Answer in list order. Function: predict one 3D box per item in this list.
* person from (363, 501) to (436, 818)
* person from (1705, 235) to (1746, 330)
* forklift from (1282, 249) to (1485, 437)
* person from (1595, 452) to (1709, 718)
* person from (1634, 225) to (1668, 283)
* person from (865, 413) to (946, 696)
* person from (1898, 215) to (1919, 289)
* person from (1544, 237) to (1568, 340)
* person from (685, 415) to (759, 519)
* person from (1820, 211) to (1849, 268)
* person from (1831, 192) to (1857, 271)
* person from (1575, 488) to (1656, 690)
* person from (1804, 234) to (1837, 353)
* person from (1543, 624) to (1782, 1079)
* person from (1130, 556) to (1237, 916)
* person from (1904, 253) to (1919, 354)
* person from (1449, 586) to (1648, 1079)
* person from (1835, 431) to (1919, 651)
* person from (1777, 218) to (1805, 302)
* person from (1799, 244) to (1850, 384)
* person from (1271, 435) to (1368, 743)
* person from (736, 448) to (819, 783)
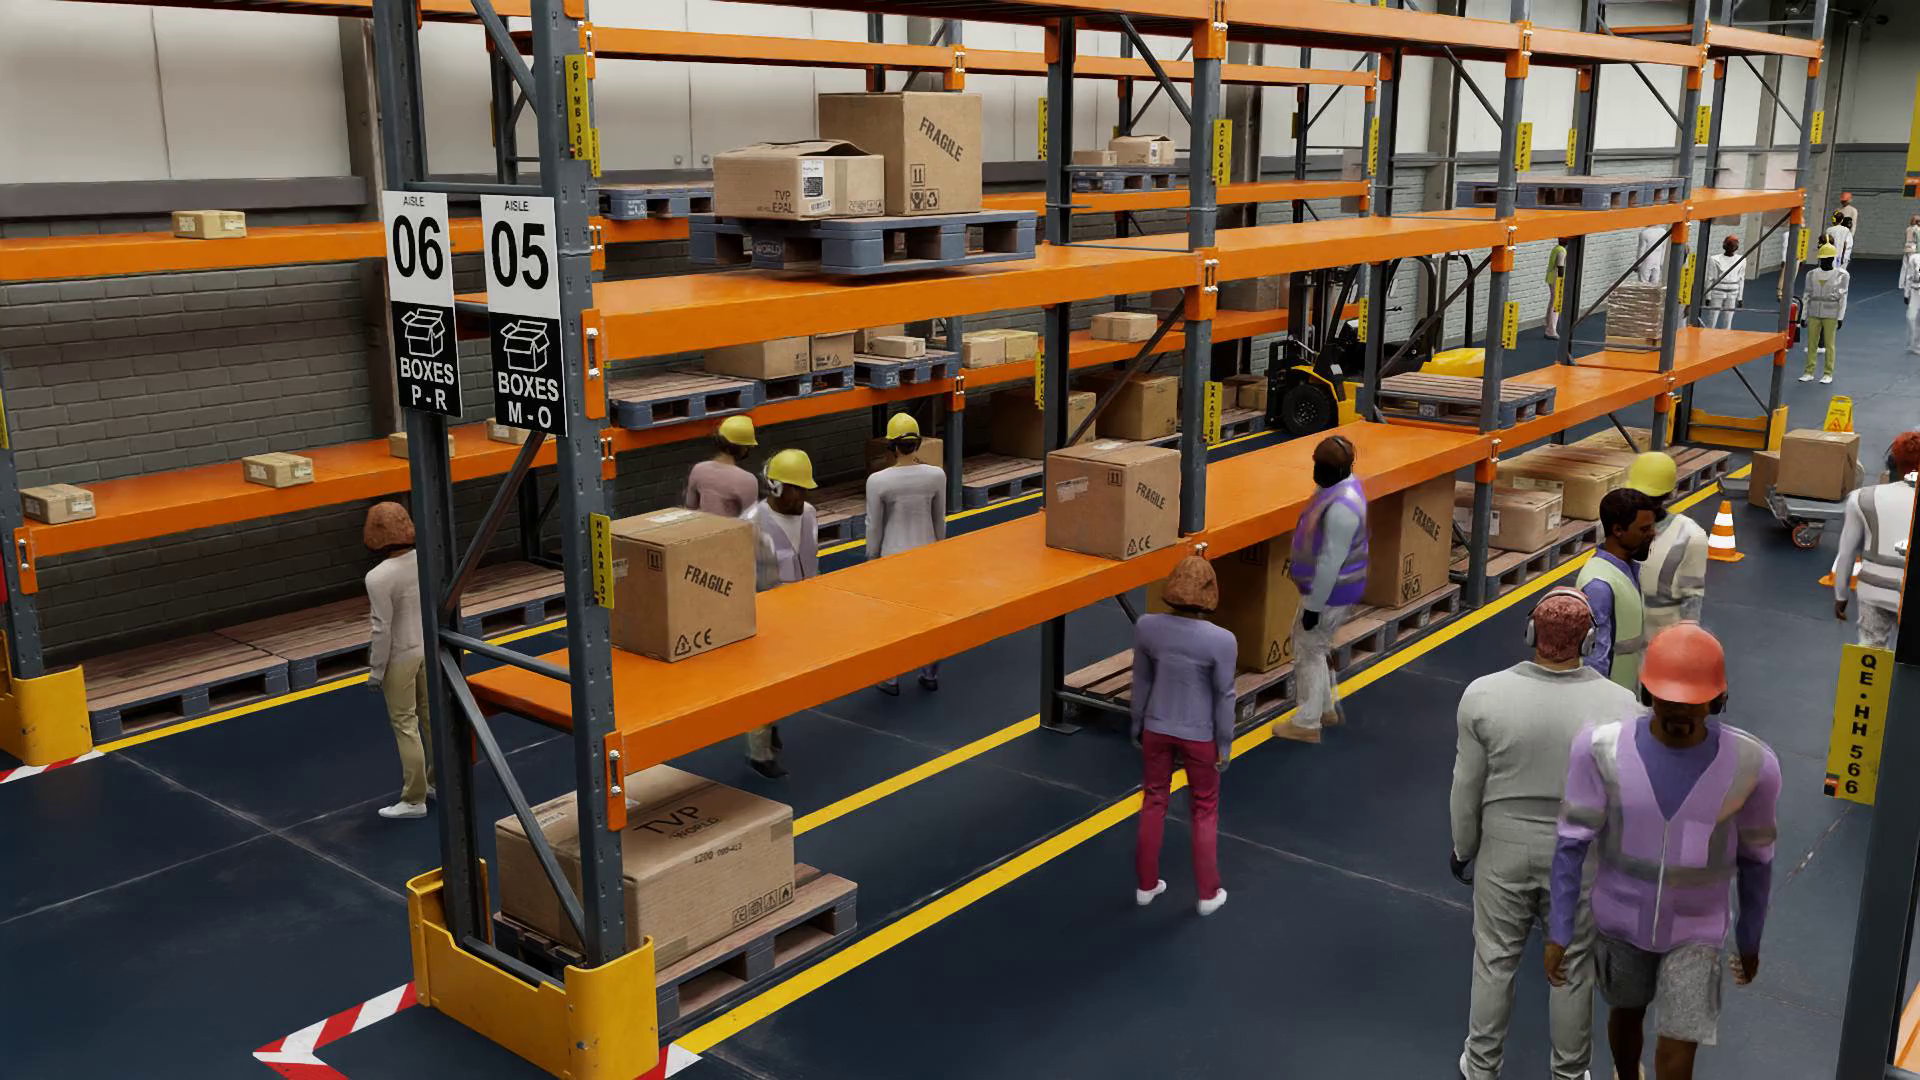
[{"bbox_3d":[-2.826,0.606,8.441,0.278,1.634,0.499,4,14,16],"label":"person"},{"bbox_3d":[11.793,-3.751,25.667,0.573,1.883,0.356,0,14,2],"label":"person"},{"bbox_3d":[4.886,-2.214,18.767,2.313,2.155,1.214,11,18,38],"label":"forklift"},{"bbox_3d":[3.447,0.477,8.426,0.544,1.899,0.590,-9,17,-33],"label":"person"},{"bbox_3d":[13.293,-5.350,32.119,0.641,1.913,0.407,-5,15,-21],"label":"person"},{"bbox_3d":[-0.337,0.088,10.299,0.518,1.757,0.340,-4,14,-17],"label":"person"},{"bbox_3d":[21.031,-6.349,36.747,0.316,1.638,0.517,-1,14,-4],"label":"person"},{"bbox_3d":[10.014,-4.280,27.900,0.373,1.843,0.572,2,14,9],"label":"person"},{"bbox_3d":[-1.475,0.085,10.366,0.538,1.723,0.756,11,18,38],"label":"person"},{"bbox_3d":[17.687,-5.719,33.699,0.514,1.876,0.328,-3,14,-11],"label":"person"},{"bbox_3d":[21.554,-7.488,40.654,0.400,1.990,0.623,-7,15,-25],"label":"person"},{"bbox_3d":[2.876,0.700,7.471,0.390,1.919,0.591,7,15,26],"label":"person"},{"bbox_3d":[13.623,-3.883,26.267,0.333,1.855,0.530,8,16,29],"label":"person"},{"bbox_3d":[2.200,1.209,5.266,0.630,1.983,1.066,7,15,26],"label":"person"},{"bbox_3d":[0.987,0.866,7.404,0.511,1.626,0.292,8,16,29],"label":"person"},{"bbox_3d":[15.086,-3.827,26.011,0.592,1.867,0.466,11,18,38],"label":"person"},{"bbox_3d":[2.062,1.094,5.891,0.645,1.908,0.408,4,14,17],"label":"person"},{"bbox_3d":[5.173,0.309,9.189,0.613,1.852,0.786,9,16,32],"label":"person"},{"bbox_3d":[17.012,-5.725,33.976,0.560,1.749,0.332,-4,14,-18],"label":"person"},{"bbox_3d":[11.987,-3.140,23.116,0.387,1.921,0.587,-11,18,-39],"label":"person"},{"bbox_3d":[2.047,0.289,9.389,0.468,1.807,0.651,3,14,12],"label":"person"},{"bbox_3d":[-0.992,0.392,8.949,0.495,1.808,0.618,13,19,43],"label":"person"}]
